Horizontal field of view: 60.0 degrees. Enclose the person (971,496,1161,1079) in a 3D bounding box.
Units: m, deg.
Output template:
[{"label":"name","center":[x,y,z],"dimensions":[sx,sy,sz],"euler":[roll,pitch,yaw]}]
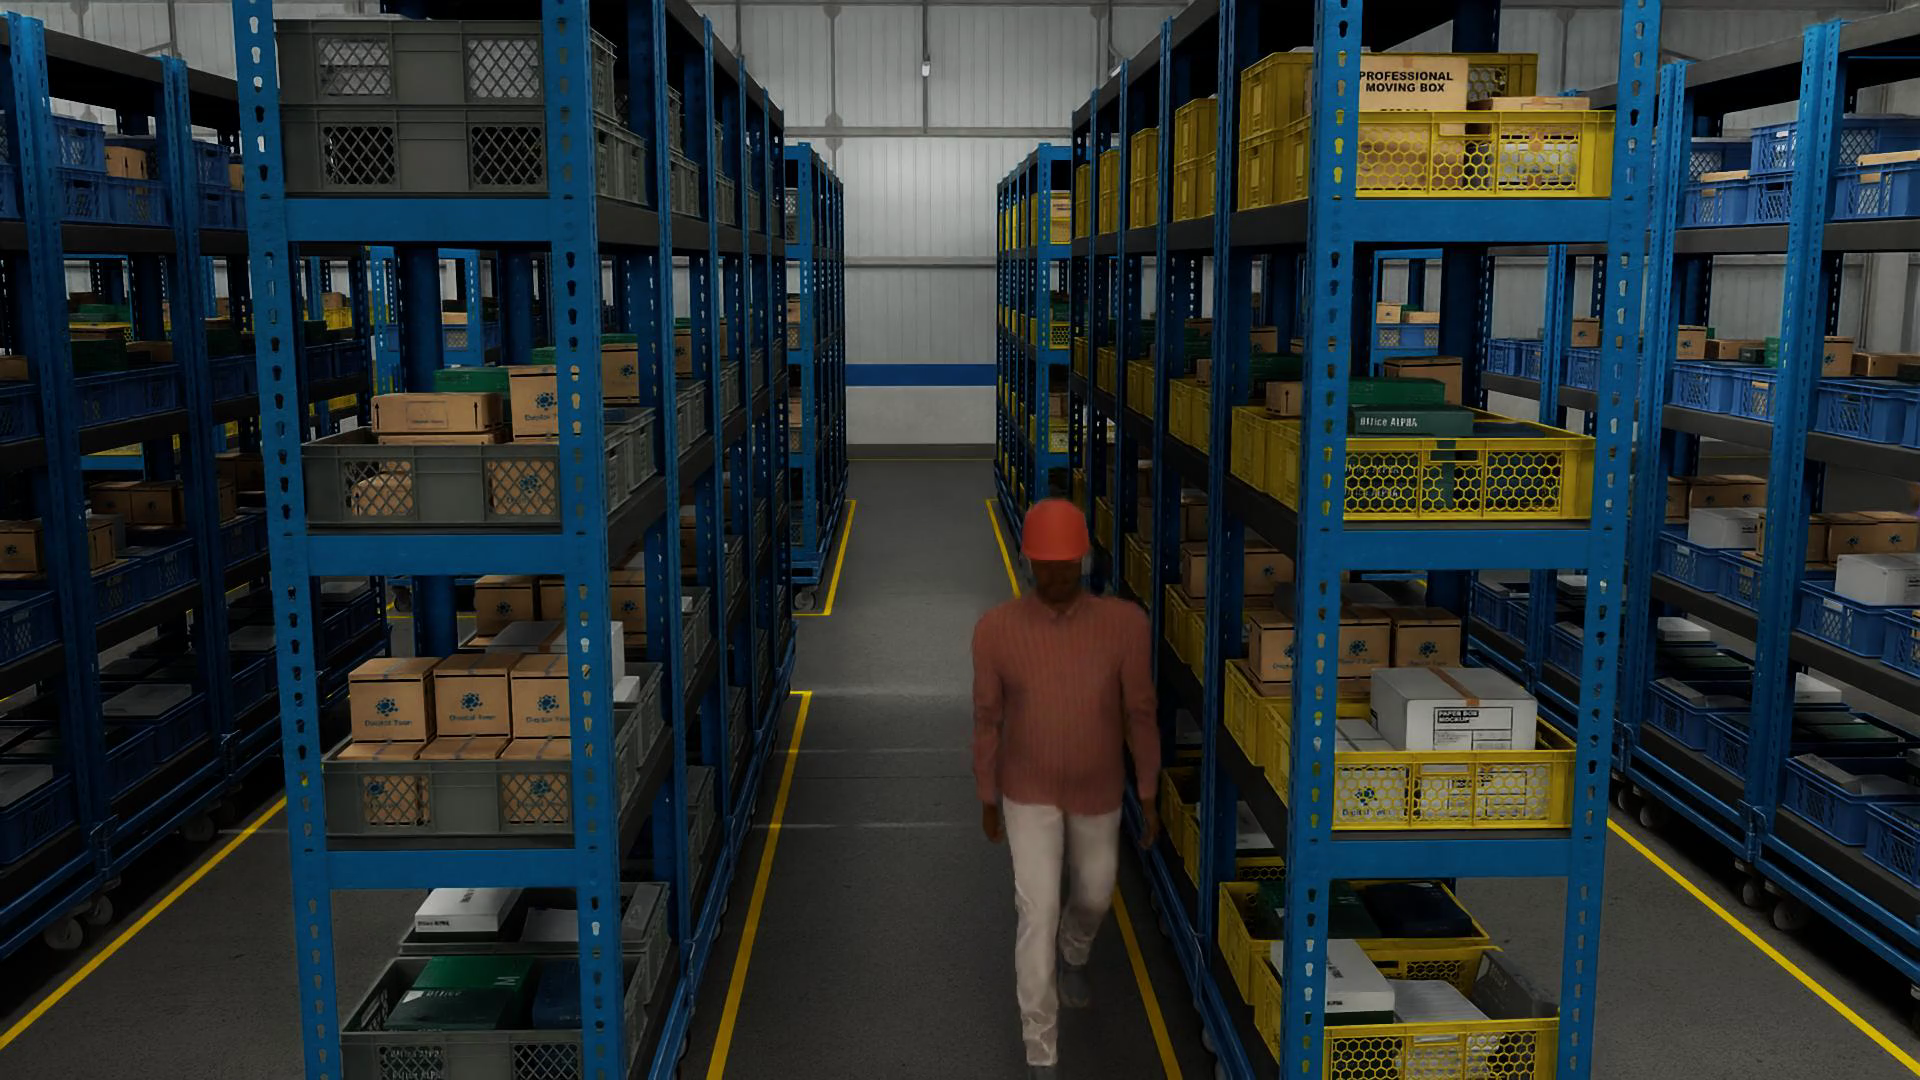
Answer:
[{"label":"person","center":[0.342,0.801,5.600],"dimensions":[0.615,1.963,0.922],"euler":[-1,9,-4]}]
